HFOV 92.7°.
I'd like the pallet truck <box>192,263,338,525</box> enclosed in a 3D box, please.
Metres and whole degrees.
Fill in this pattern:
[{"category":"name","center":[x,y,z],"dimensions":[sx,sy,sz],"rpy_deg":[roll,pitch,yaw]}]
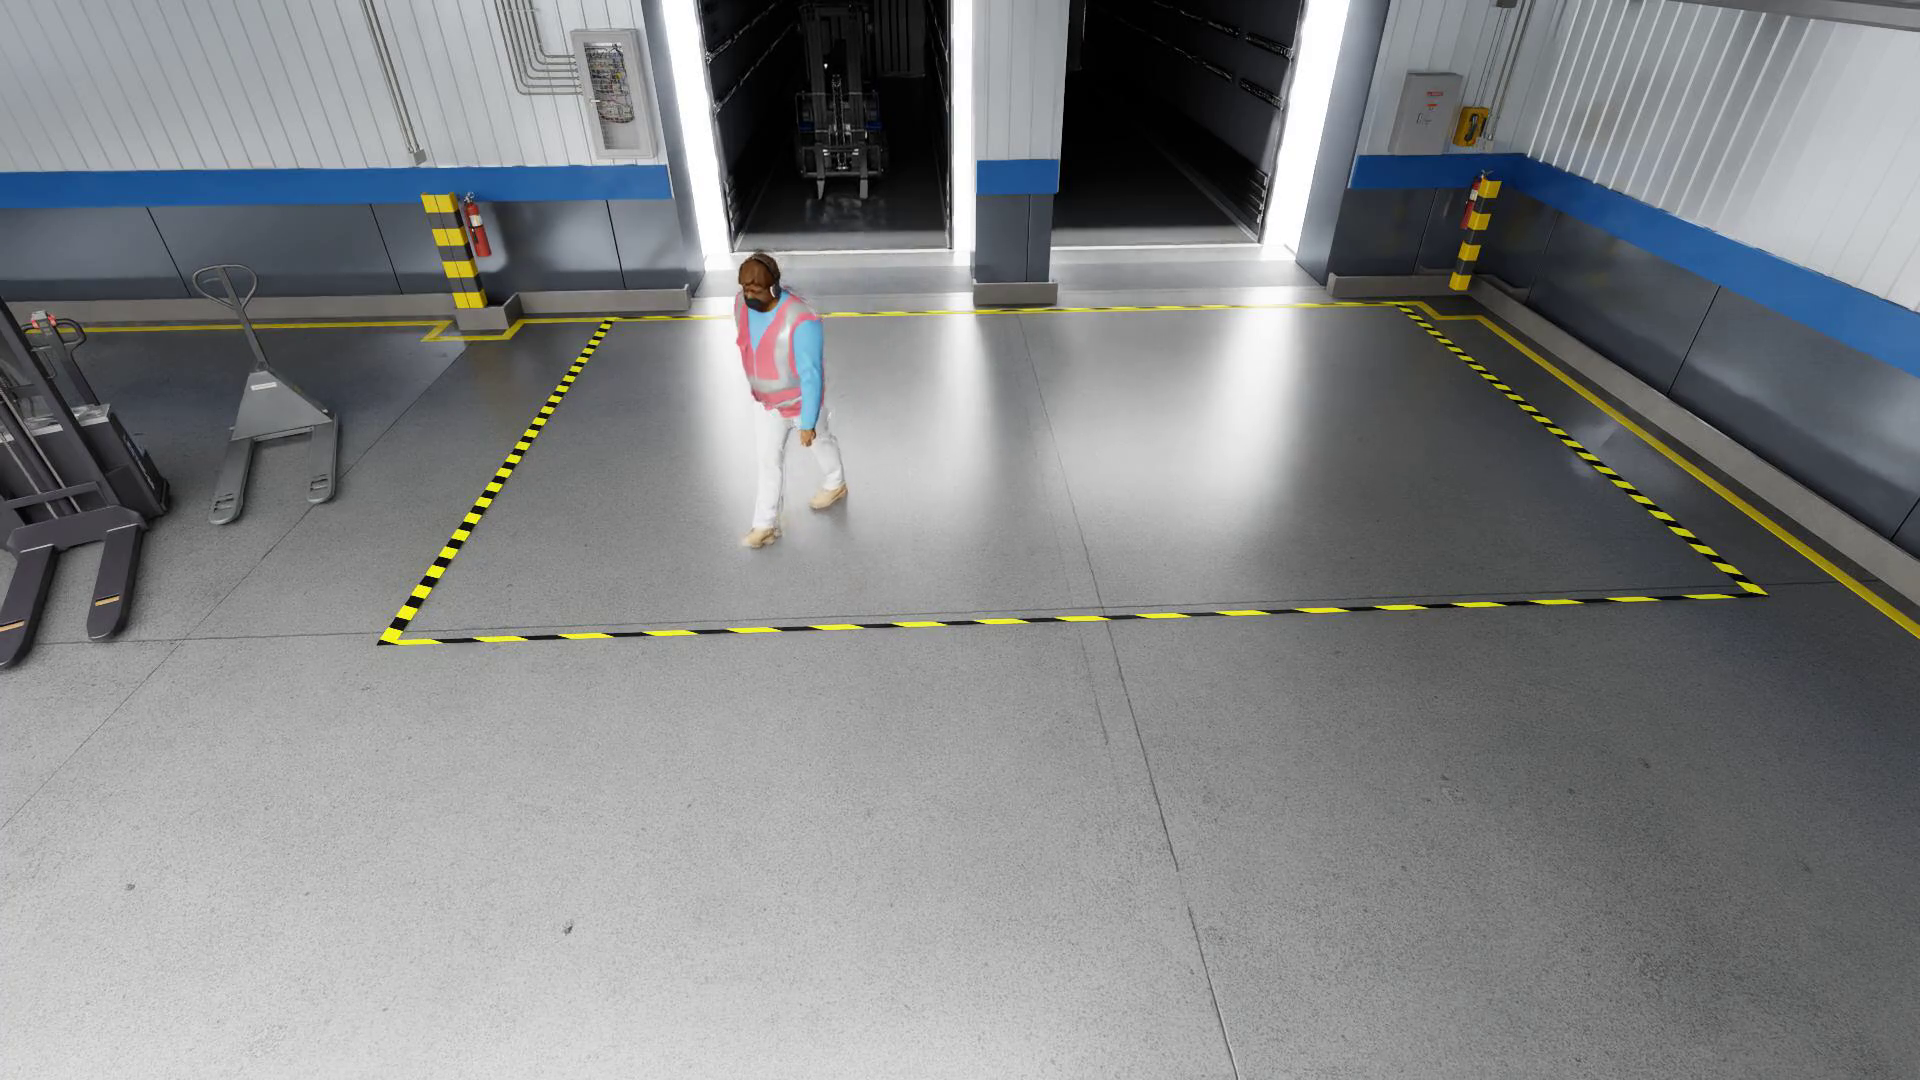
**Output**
[{"category":"pallet truck","center":[-4.778,-1.027,6.128],"dimensions":[0.680,1.201,1.601],"rpy_deg":[-17,38,-23]}]

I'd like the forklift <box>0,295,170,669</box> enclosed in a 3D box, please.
[{"category":"forklift","center":[-5.212,-0.618,4.878],"dimensions":[0.823,1.965,1.885],"rpy_deg":[-20,39,-26]}]

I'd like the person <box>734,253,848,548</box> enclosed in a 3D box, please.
[{"category":"person","center":[-1.027,-0.811,5.351],"dimensions":[0.633,1.764,0.967],"rpy_deg":[19,39,25]}]

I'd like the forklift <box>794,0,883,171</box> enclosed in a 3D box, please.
[{"category":"forklift","center":[-1.718,-6.553,13.093],"dimensions":[1.157,2.036,2.680],"rpy_deg":[-3,35,-4]}]
